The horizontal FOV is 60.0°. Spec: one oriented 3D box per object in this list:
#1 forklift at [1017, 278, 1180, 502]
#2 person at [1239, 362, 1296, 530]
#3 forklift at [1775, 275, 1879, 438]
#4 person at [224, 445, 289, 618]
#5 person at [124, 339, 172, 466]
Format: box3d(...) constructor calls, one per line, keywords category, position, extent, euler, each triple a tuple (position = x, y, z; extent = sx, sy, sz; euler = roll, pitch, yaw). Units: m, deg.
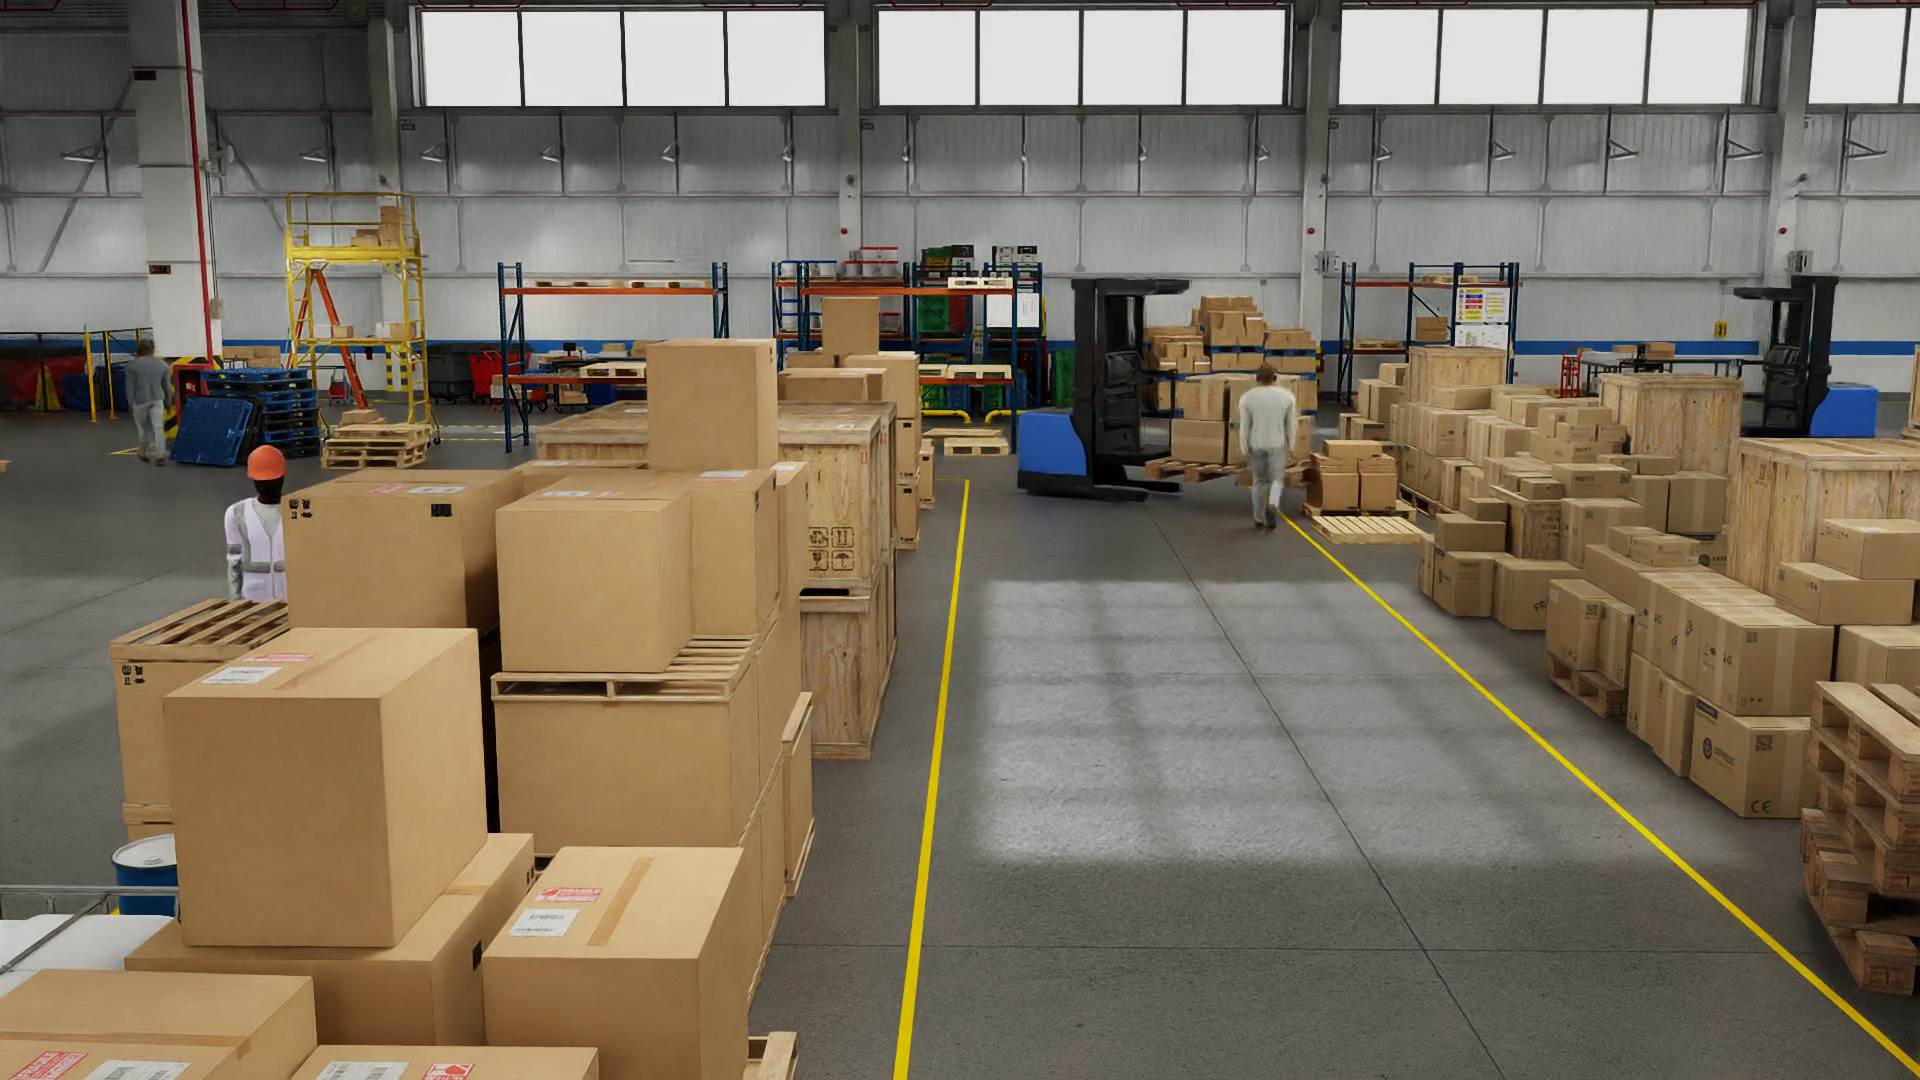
box3d(category="forklift", position=(1.783, -1.992, 21.566), extent=(1.873, 2.768, 1.129), euler=(6, 11, 33))
box3d(category="person", position=(3.450, -1.037, 18.708), extent=(0.645, 1.922, 0.535), euler=(2, 10, 9))
box3d(category="forklift", position=(13.453, -2.795, 26.378), extent=(1.873, 2.768, 1.129), euler=(0, 9, 1))
box3d(category="person", position=(-4.204, 0.373, 10.241), extent=(0.553, 1.929, 0.375), euler=(-3, 10, -18))
box3d(category="person", position=(-12.170, -2.063, 24.967), extent=(0.651, 1.886, 1.044), euler=(-7, 12, -36))
